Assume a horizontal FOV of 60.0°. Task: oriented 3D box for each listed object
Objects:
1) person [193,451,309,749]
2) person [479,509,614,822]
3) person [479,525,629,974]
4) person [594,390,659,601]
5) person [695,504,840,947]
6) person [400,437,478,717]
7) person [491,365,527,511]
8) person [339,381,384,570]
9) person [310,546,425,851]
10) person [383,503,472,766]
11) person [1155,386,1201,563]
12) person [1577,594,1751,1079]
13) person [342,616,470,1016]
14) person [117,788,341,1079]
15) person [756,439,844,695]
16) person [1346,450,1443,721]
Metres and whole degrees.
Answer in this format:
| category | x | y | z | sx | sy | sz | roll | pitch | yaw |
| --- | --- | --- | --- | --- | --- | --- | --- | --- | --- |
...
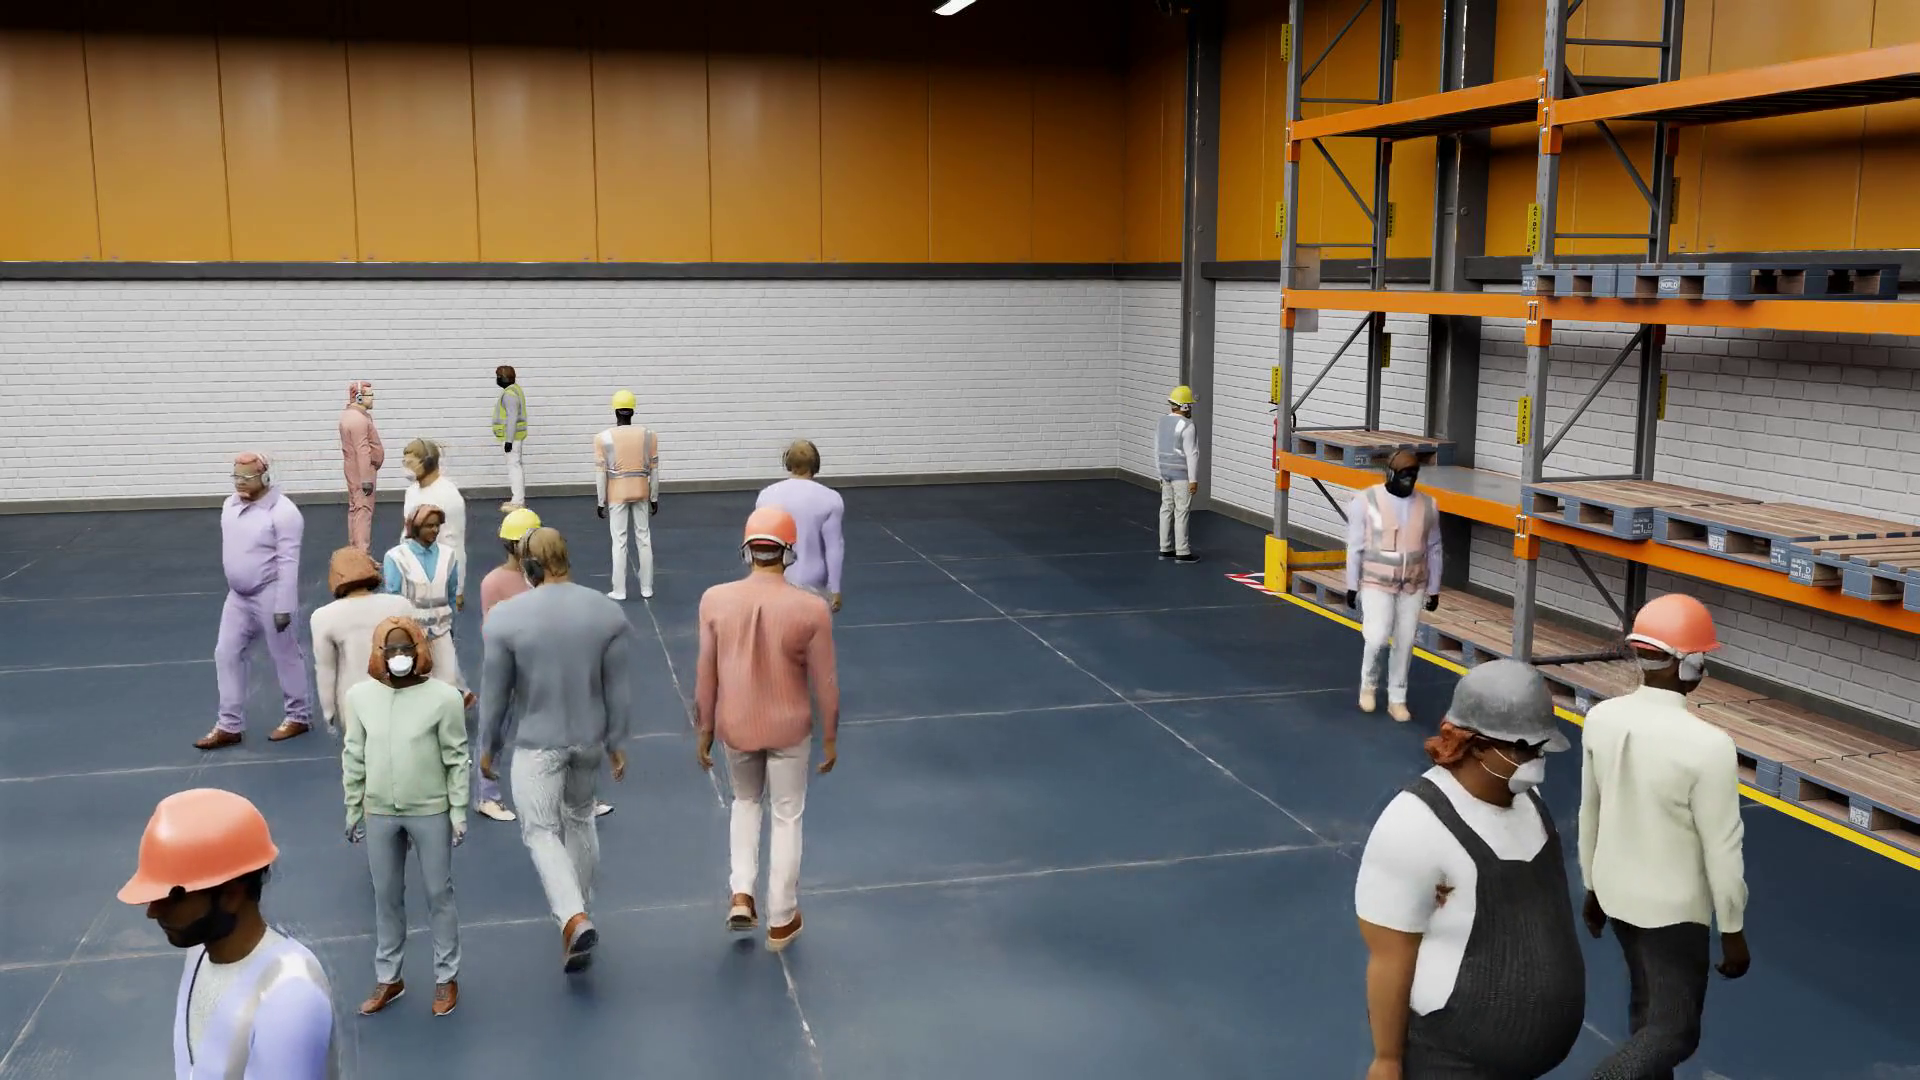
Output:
| category | x | y | z | sx | sy | sz | roll | pitch | yaw |
| --- | --- | --- | --- | --- | --- | --- | --- | --- | --- |
| person | -4.470 | 0.386 | 10.421 | 0.654 | 1.871 | 0.839 | 4 | 10 | 25 |
| person | -2.291 | 0.701 | 8.923 | 0.867 | 1.729 | 0.537 | 5 | 11 | 30 |
| person | -1.699 | 0.893 | 7.178 | 0.640 | 1.907 | 0.819 | -7 | 11 | -36 |
| person | -3.037 | -0.402 | 15.182 | 0.587 | 1.928 | 0.363 | -4 | 10 | -26 |
| person | -0.836 | 0.823 | 7.378 | 0.652 | 1.974 | 0.442 | 1 | 9 | 9 |
| person | -3.475 | 0.285 | 10.905 | 0.429 | 1.923 | 0.644 | -7 | 12 | -39 |
| person | -5.667 | -1.281 | 20.941 | 0.429 | 1.839 | 0.633 | -1 | 9 | -9 |
| person | -6.021 | -0.653 | 16.815 | 0.401 | 1.906 | 0.651 | -5 | 10 | -29 |
| person | -2.968 | 0.835 | 8.418 | 0.559 | 1.611 | 0.506 | -3 | 10 | -20 |
| person | -3.329 | 0.556 | 10.234 | 0.513 | 1.594 | 0.868 | -8 | 12 | -42 |
| person | 2.269 | -0.678 | 17.201 | 0.404 | 1.830 | 0.601 | -5 | 11 | -30 |
| person | 2.186 | 1.151 | 5.343 | 0.828 | 1.973 | 0.620 | -3 | 9 | -16 |
| person | -2.225 | 1.104 | 6.688 | 0.507 | 1.635 | 0.272 | 0 | 9 | 3 |
| person | -1.536 | 1.466 | 3.524 | 0.560 | 1.927 | 0.452 | 8 | 12 | 42 |
| person | -1.070 | 0.264 | 11.169 | 0.644 | 1.891 | 1.005 | 2 | 9 | 13 |
| person | 2.899 | 0.304 | 11.087 | 0.648 | 1.823 | 0.451 | -1 | 9 | -6 |
